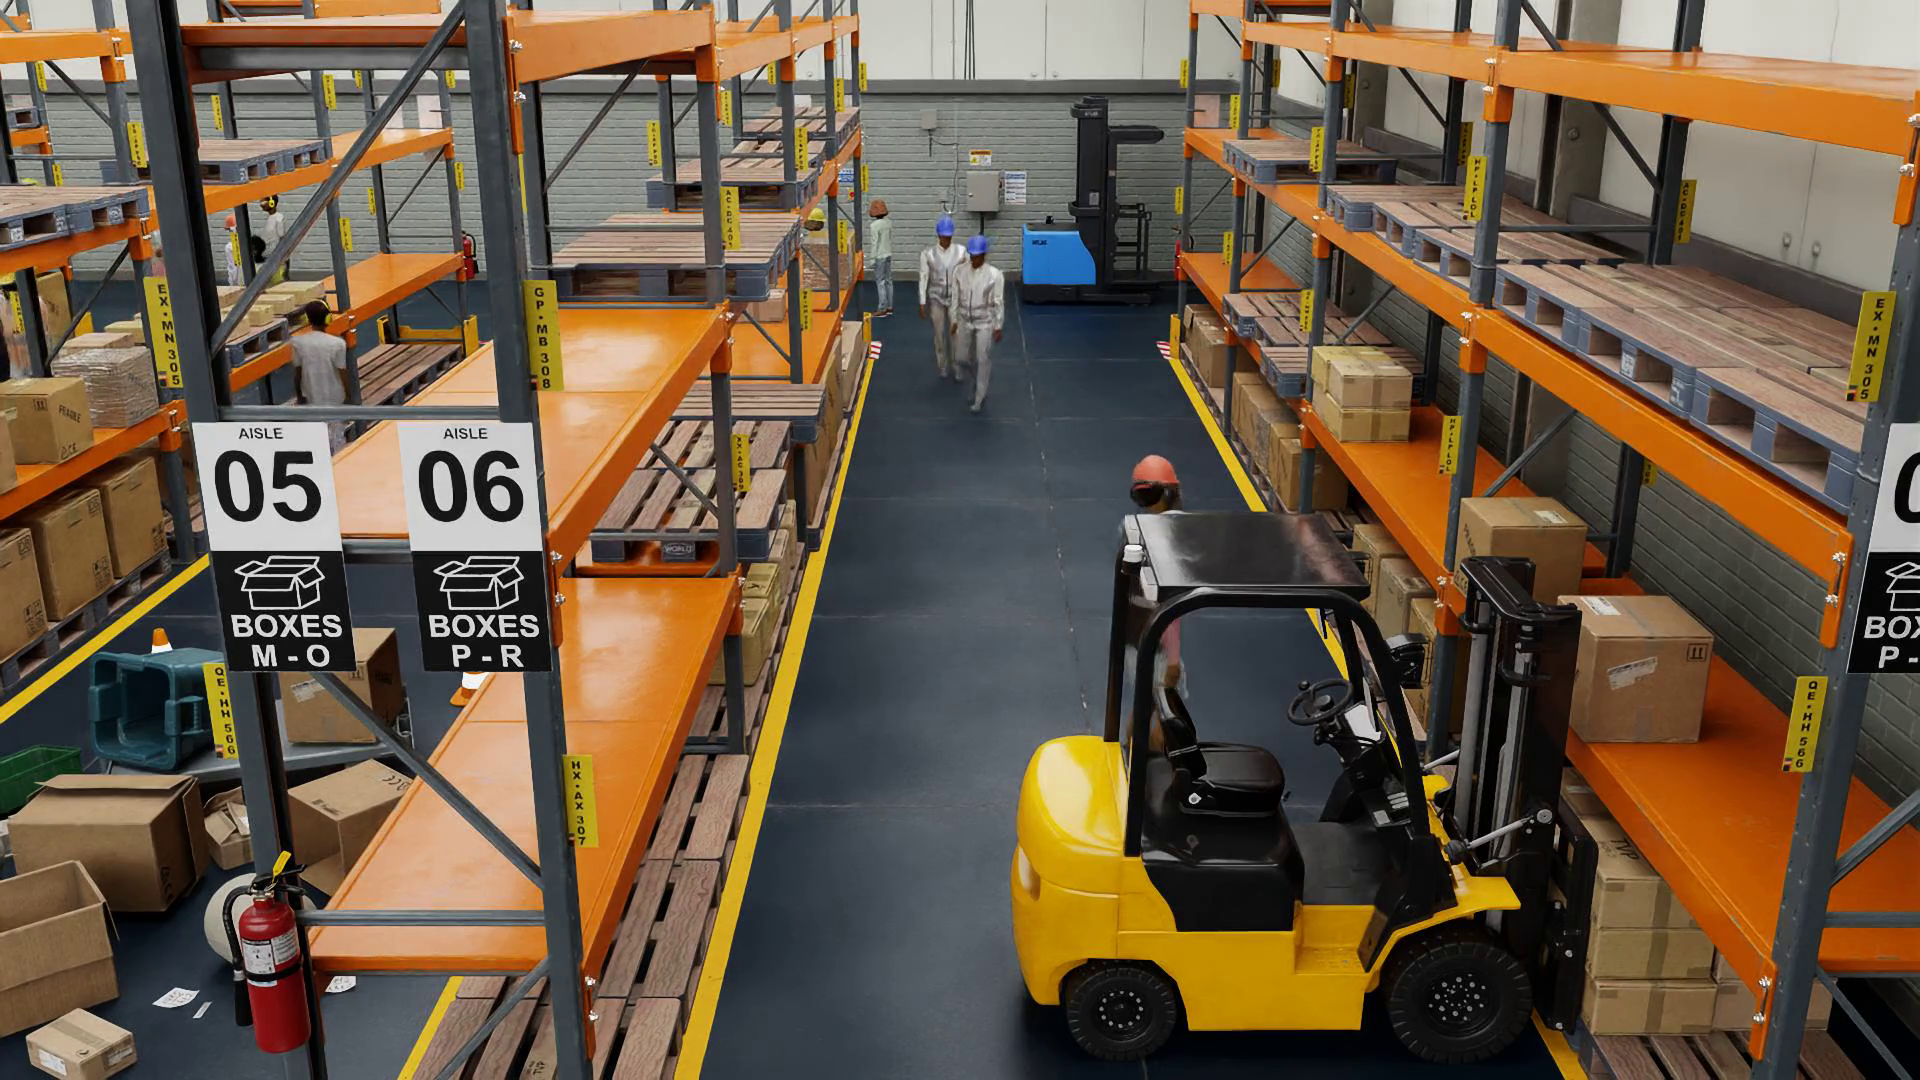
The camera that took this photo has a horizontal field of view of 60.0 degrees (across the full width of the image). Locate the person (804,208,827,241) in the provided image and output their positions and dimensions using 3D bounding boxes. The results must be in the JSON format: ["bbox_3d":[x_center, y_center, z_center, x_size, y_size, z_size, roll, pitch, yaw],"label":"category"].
[{"bbox_3d":[-1.886,-3.477,21.811,0.320,1.731,0.489,-1,18,-2],"label":"person"}]

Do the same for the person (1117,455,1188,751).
[{"bbox_3d":[1.092,0.535,9.270,0.385,1.993,0.710,-7,20,-20],"label":"person"}]

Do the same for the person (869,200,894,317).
[{"bbox_3d":[-1.121,-3.969,23.444,0.286,1.633,0.501,10,21,27],"label":"person"}]

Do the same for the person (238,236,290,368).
[{"bbox_3d":[-8.348,-2.819,19.945,0.533,1.651,0.881,4,19,10],"label":"person"}]

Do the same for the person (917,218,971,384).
[{"bbox_3d":[-0.168,-2.740,19.334,0.652,1.880,0.891,-1,18,-3],"label":"person"}]

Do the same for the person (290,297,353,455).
[{"bbox_3d":[-5.646,-1.211,14.747,0.534,1.862,0.489,-1,18,-2],"label":"person"}]

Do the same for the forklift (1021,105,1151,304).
[{"bbox_3d":[1.857,-4.944,24.441,1.873,2.768,1.129,0,18,0],"label":"forklift"}]

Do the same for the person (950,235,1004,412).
[{"bbox_3d":[0.177,-2.352,18.086,0.635,1.934,0.427,8,20,22],"label":"person"}]

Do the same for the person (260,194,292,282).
[{"bbox_3d":[-9.257,-3.804,22.598,0.340,1.867,0.517,-12,22,-33],"label":"person"}]

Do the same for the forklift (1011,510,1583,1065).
[{"bbox_3d":[1.387,1.055,7.378,2.313,2.155,1.214,0,18,0],"label":"forklift"}]
